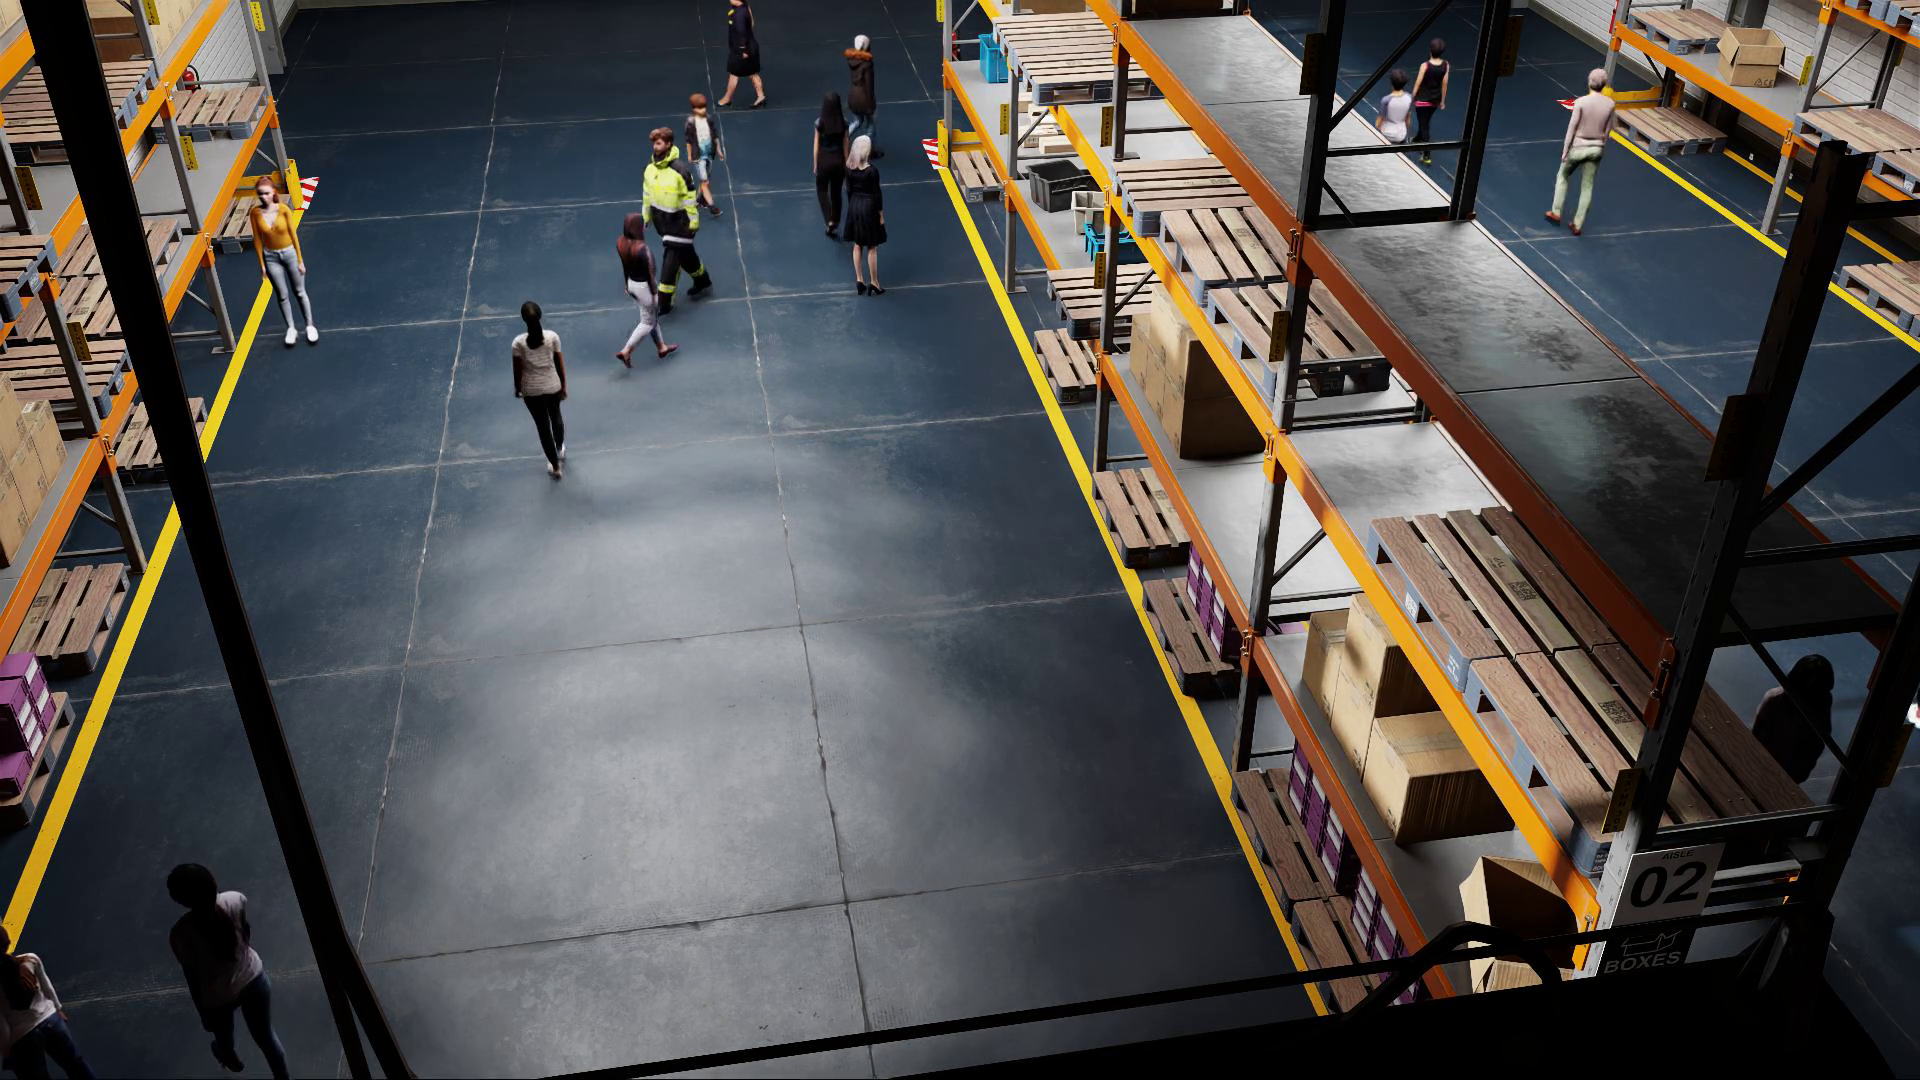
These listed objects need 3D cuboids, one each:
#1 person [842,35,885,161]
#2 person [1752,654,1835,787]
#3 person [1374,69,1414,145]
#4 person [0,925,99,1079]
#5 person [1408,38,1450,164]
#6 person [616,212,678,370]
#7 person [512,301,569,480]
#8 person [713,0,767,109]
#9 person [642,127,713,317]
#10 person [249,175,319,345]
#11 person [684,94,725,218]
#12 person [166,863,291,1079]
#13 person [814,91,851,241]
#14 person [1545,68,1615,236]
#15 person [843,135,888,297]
[{"bbox_3d":[-1.286,-5.504,20.836,0.965,1.616,0.979,-27,42,-34],"label":"person"},{"bbox_3d":[5.198,1.350,10.534,0.617,1.605,0.642,-5,34,-7],"label":"person"},{"bbox_3d":[5.199,-4.838,19.887,0.583,1.557,0.557,-7,34,-10],"label":"person"},{"bbox_3d":[-4.856,2.590,8.711,0.682,1.558,0.601,15,36,21],"label":"person"},{"bbox_3d":[5.916,-5.496,20.920,0.586,1.509,1.011,-7,34,-11],"label":"person"},{"bbox_3d":[-3.131,-2.406,16.203,1.026,1.585,1.012,28,43,35],"label":"person"},{"bbox_3d":[-3.607,-1.270,14.458,0.721,1.624,0.860,-18,38,-25],"label":"person"},{"bbox_3d":[-2.845,-6.631,22.507,0.899,1.643,0.973,3,34,4],"label":"person"},{"bbox_3d":[-2.916,-3.348,17.309,1.302,1.930,1.343,23,40,30],"label":"person"},{"bbox_3d":[-6.791,-2.806,16.656,0.576,1.750,0.533,-7,34,-11],"label":"person"},{"bbox_3d":[-3.055,-4.556,19.590,0.836,1.417,0.979,-28,43,-35],"label":"person"},{"bbox_3d":[-3.803,2.428,8.842,1.096,1.683,0.978,26,42,34],"label":"person"},{"bbox_3d":[-1.431,-4.176,18.735,0.606,1.729,0.590,-8,34,-12],"label":"person"},{"bbox_3d":[7.136,-4.372,18.924,0.797,1.847,0.894,3,34,4],"label":"person"},{"bbox_3d":[-1.001,-3.431,17.598,0.699,1.748,0.744,17,37,24],"label":"person"}]
